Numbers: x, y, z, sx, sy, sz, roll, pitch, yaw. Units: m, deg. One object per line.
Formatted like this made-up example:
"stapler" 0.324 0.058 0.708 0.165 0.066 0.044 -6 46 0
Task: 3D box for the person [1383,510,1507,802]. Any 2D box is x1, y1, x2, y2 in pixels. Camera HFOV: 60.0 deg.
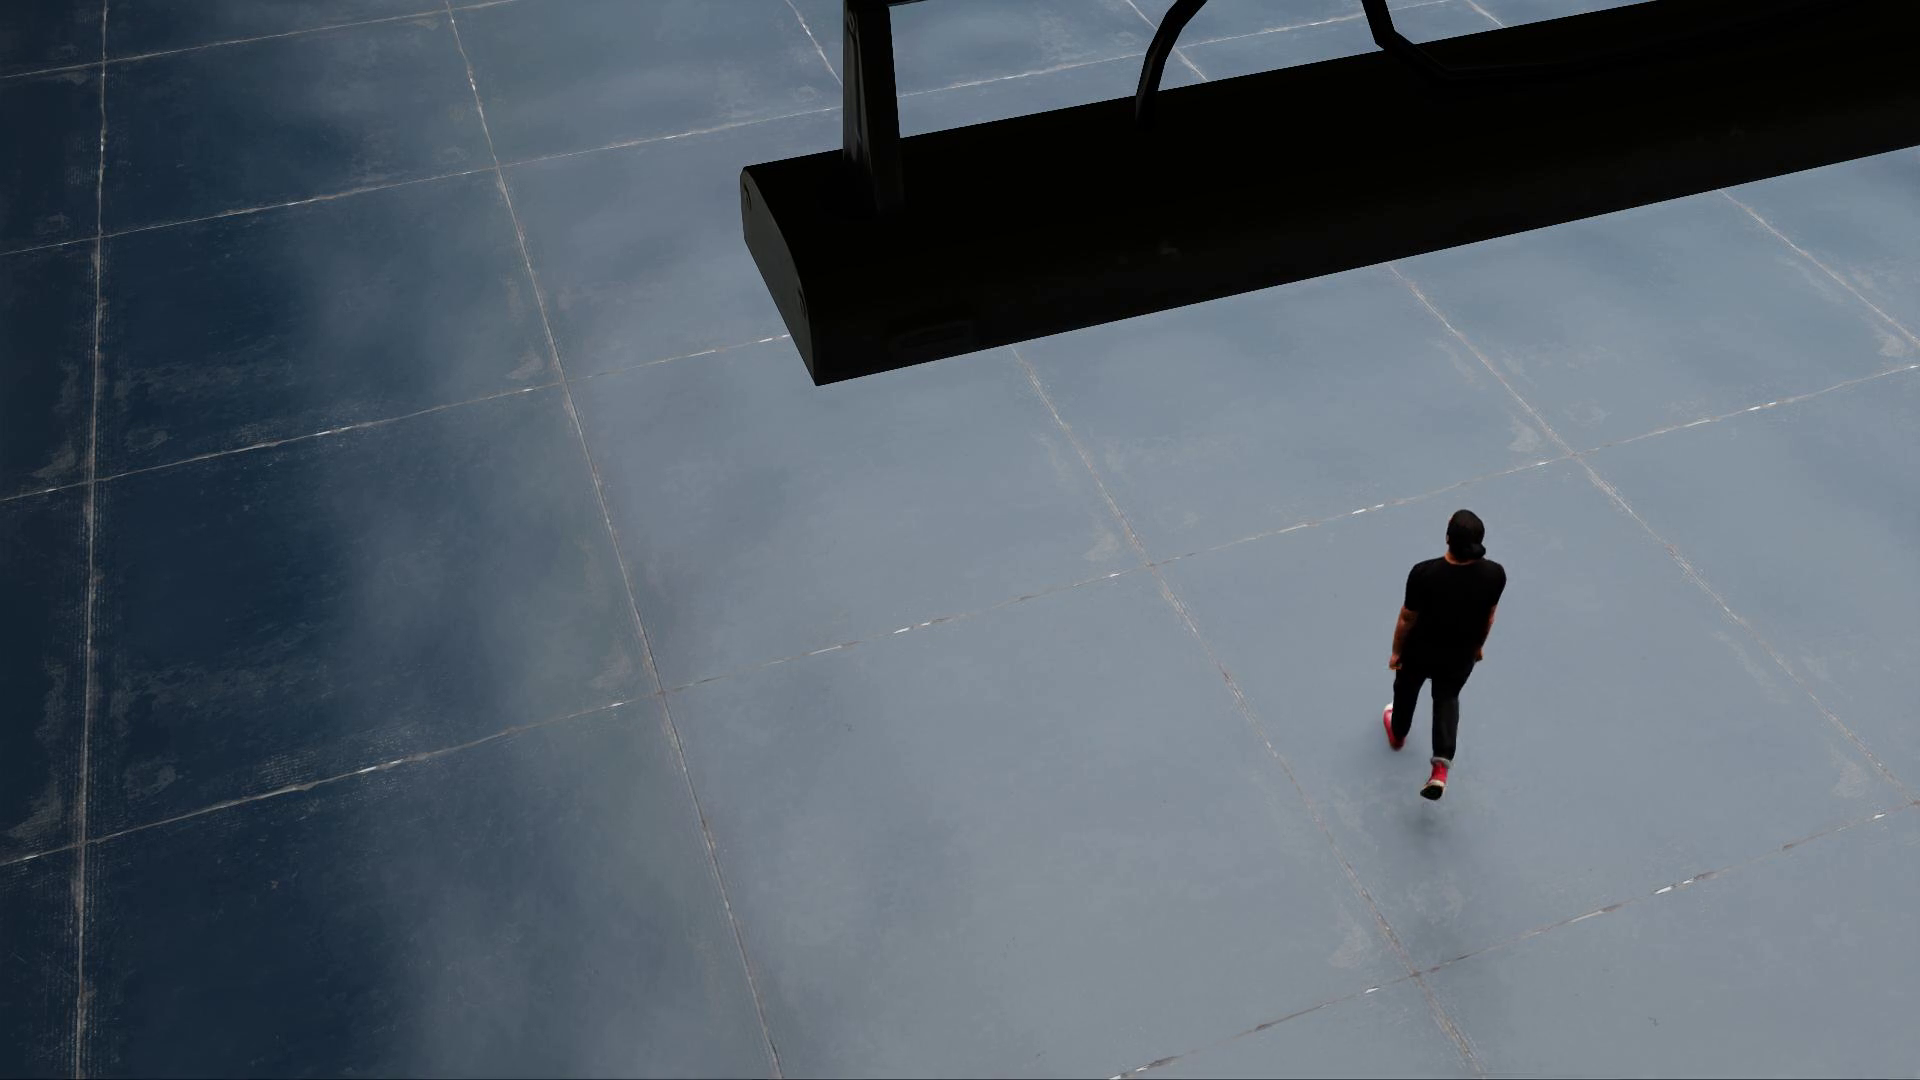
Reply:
"person" 2.394 0.580 8.254 0.882 1.742 1.096 1 43 1
